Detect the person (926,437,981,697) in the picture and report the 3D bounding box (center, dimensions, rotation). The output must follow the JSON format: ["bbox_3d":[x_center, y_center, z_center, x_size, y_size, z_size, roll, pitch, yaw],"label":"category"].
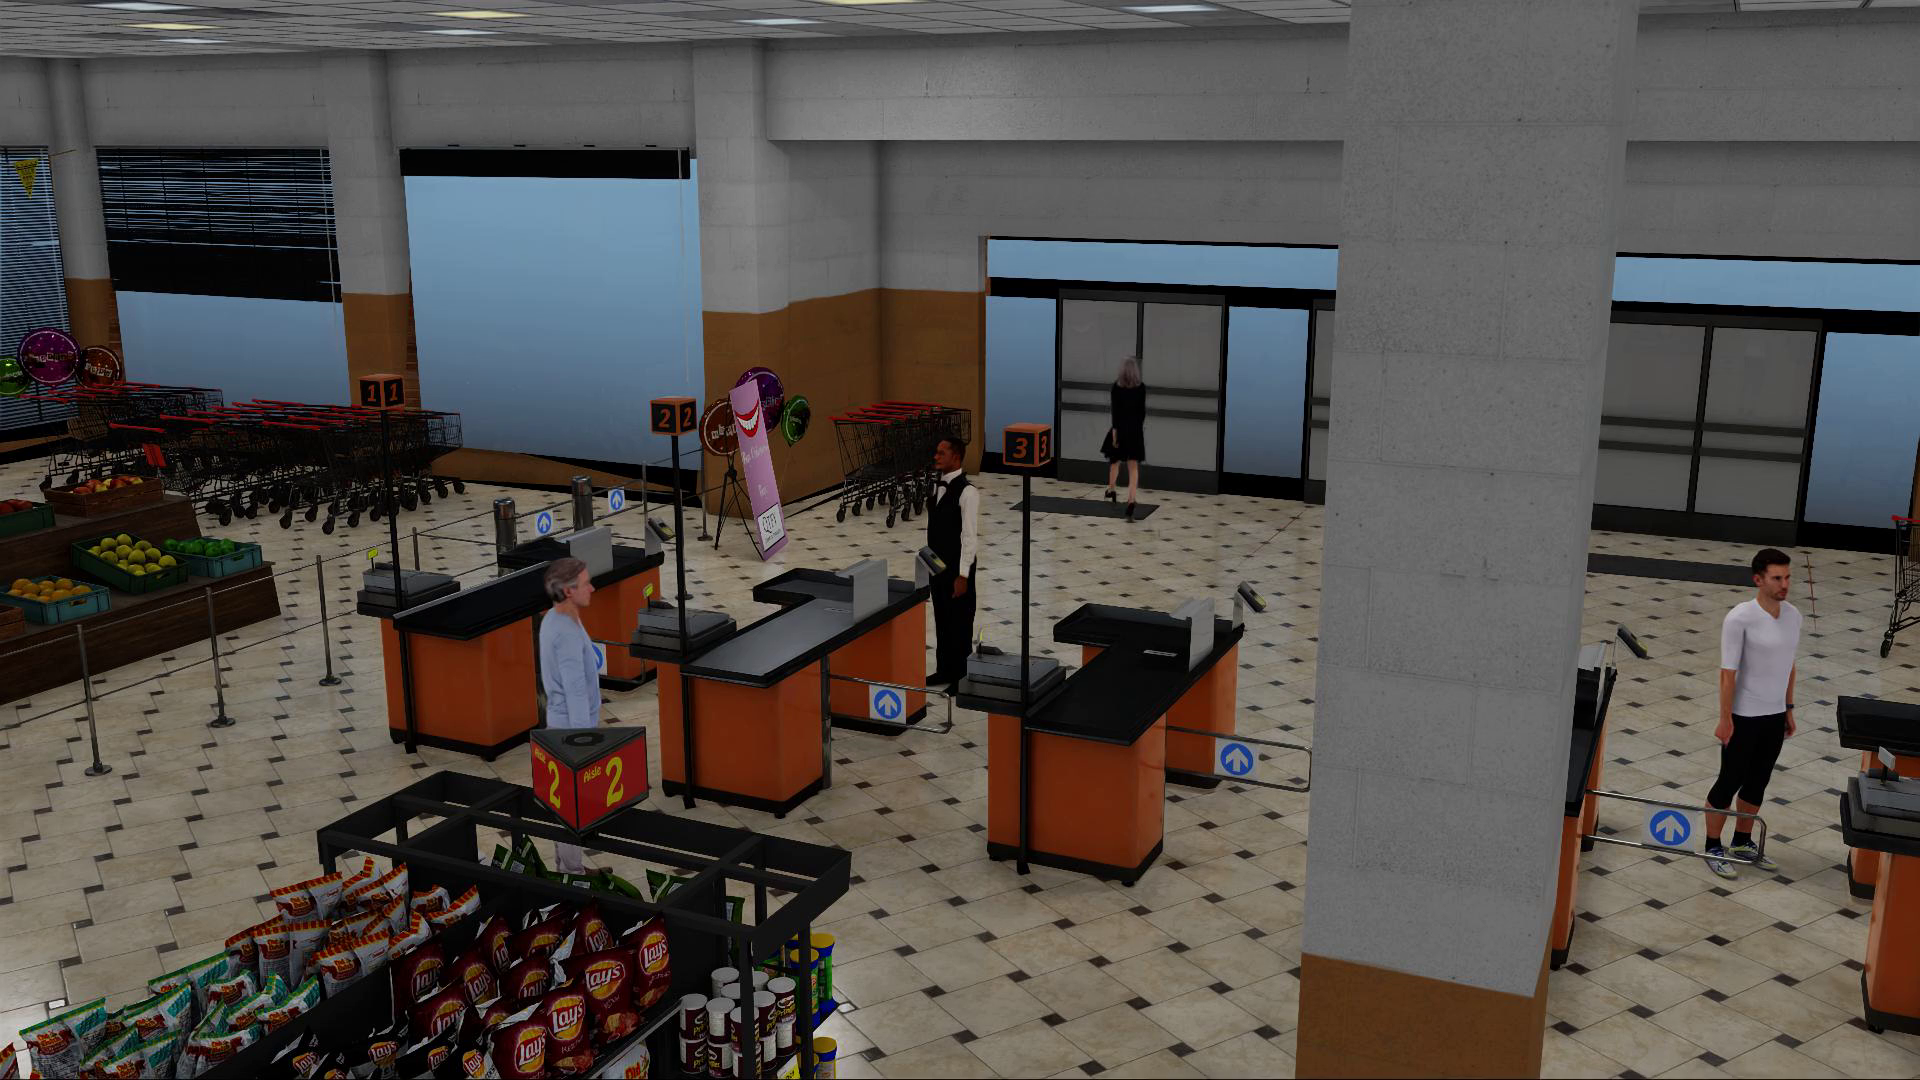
[{"bbox_3d":[-0.053,0.183,12.280,0.782,1.917,0.776,-8,16,-31],"label":"person"}]

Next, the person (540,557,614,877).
[{"bbox_3d":[-2.072,1.011,8.920,0.813,1.891,0.739,-4,14,-16],"label":"person"}]

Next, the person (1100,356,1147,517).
[{"bbox_3d":[1.836,-1.077,17.941,1.090,1.696,1.220,-3,14,-14],"label":"person"}]

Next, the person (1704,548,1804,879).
[{"bbox_3d":[4.430,0.946,9.275,0.737,1.851,0.791,-5,14,-19],"label":"person"}]
